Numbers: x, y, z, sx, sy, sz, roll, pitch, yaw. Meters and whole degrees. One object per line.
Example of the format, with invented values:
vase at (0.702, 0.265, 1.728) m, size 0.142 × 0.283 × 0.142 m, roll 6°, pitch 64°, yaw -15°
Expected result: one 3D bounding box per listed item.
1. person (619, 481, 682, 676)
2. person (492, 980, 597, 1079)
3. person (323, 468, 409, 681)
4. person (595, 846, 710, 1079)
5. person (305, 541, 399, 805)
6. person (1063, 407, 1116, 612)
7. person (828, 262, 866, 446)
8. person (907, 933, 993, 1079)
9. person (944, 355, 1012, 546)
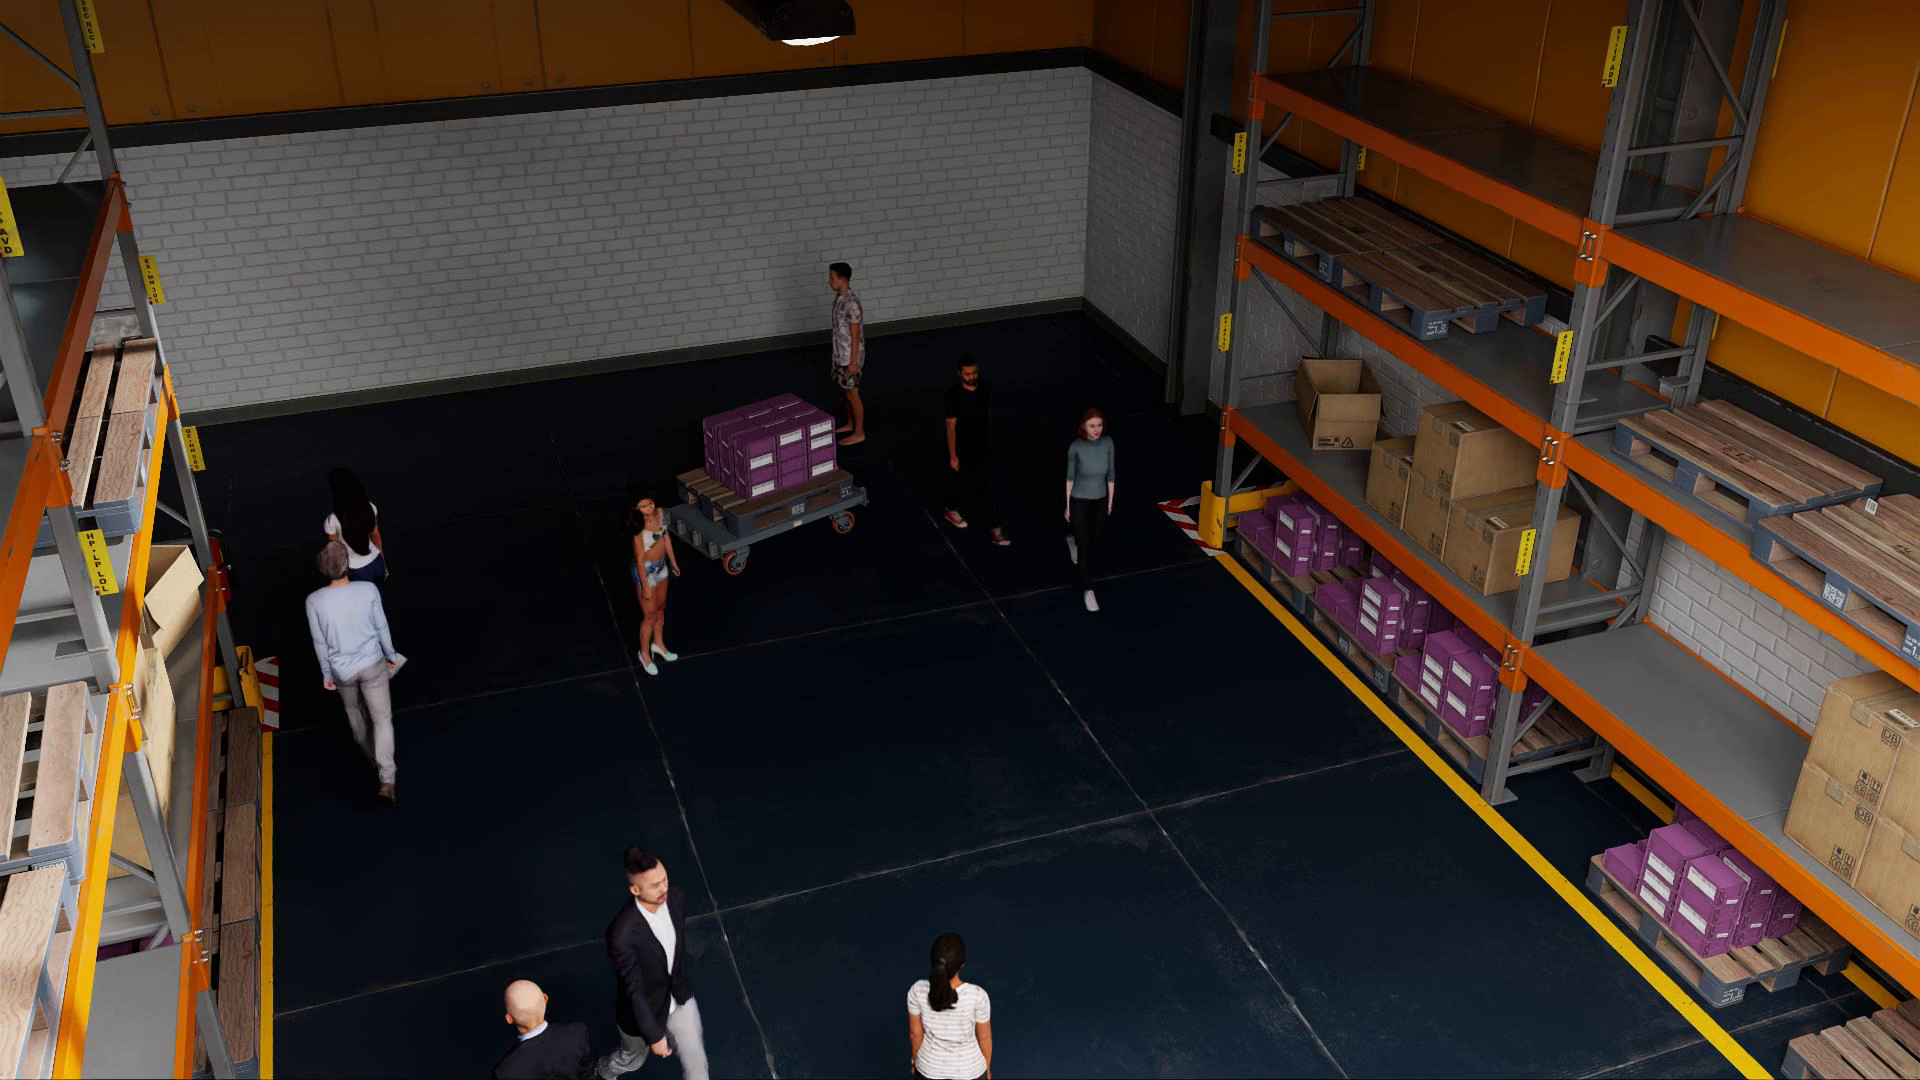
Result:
person at (-2.322, 0.258, 12.599) m, size 0.758 × 1.608 × 0.687 m, roll 4°, pitch 29°, yaw 7°
person at (-1.909, 2.773, 7.792) m, size 0.768 × 1.797 × 0.738 m, roll -25°, pitch 37°, yaw -38°
person at (-4.385, 0.298, 12.364) m, size 0.938 × 1.763 × 0.845 m, roll 20°, pitch 34°, yaw 31°
person at (-1.656, 2.316, 8.508) m, size 1.293 × 1.913 × 1.103 m, roll 19°, pitch 34°, yaw 31°
person at (-4.025, 0.919, 11.129) m, size 0.642 × 1.856 × 1.211 m, roll -9°, pitch 30°, yaw -17°
person at (1.014, -0.309, 13.517) m, size 0.612 × 1.725 × 0.997 m, roll -8°, pitch 30°, yaw -14°
person at (-1.078, -1.837, 16.229) m, size 0.731 × 1.811 × 0.510 m, roll -11°, pitch 31°, yaw -19°
person at (-0.045, 2.605, 8.257) m, size 0.652 × 1.646 × 0.669 m, roll 4°, pitch 29°, yaw 8°
person at (0.027, -0.803, 14.444) m, size 0.814 × 1.705 × 1.201 m, roll -18°, pitch 33°, yaw -29°
